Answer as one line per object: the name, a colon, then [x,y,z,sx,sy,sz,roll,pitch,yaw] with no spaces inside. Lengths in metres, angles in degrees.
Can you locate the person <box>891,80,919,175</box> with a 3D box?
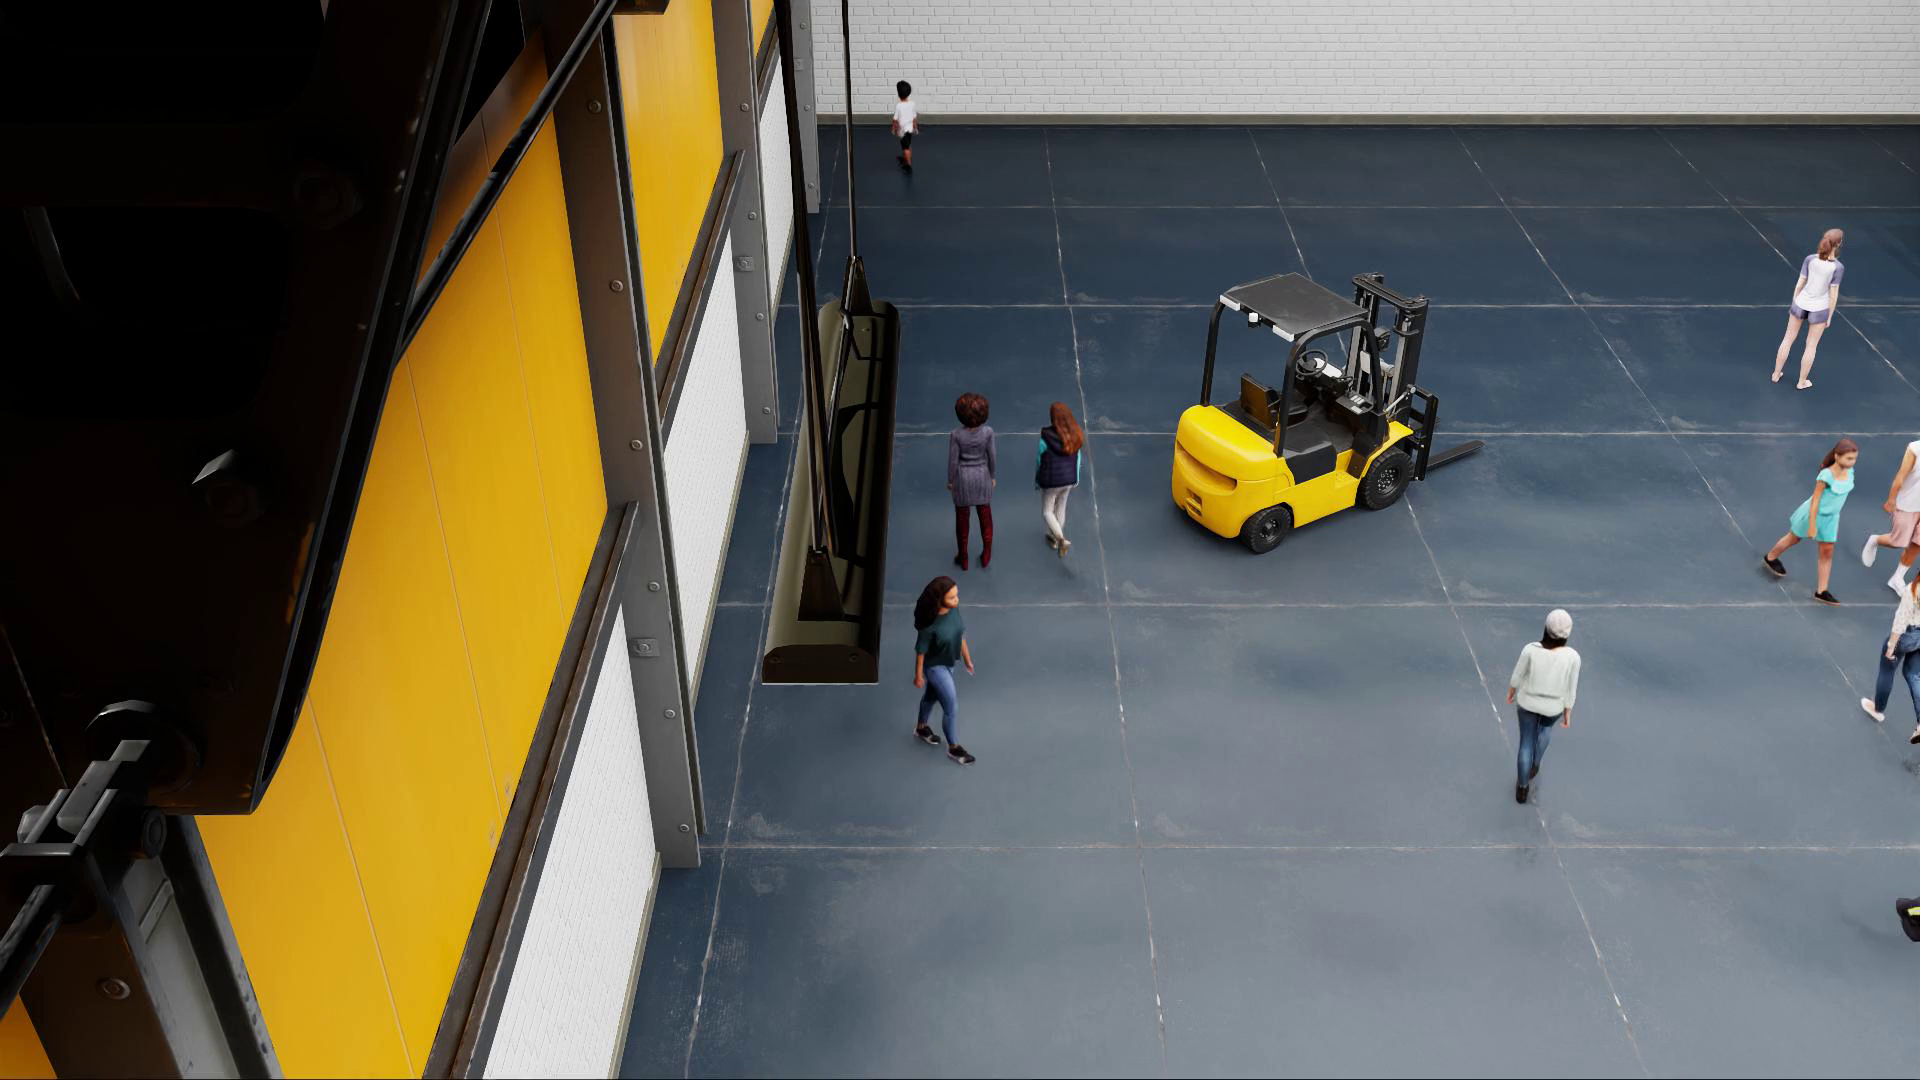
person: [-0.715,-5.620,22.727,0.713,1.244,0.819,-19,38,-27]

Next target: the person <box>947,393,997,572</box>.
person: [0.105,-0.511,14.621,0.633,1.710,0.574,-7,34,-10]

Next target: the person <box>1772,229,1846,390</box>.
person: [8.941,-2.440,17.473,0.677,1.766,0.731,27,42,34]

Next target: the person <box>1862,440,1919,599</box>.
person: [8.243,-0.368,14.352,0.630,1.770,0.848,0,34,0]

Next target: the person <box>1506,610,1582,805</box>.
person: [4.214,1.237,12.059,0.729,1.635,0.817,10,35,15]

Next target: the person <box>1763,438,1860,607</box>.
person: [7.374,-0.239,14.388,0.796,1.515,1.127,-12,35,-17]

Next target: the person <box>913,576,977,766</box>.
person: [-0.224,0.921,12.574,0.897,1.592,0.897,18,38,25]

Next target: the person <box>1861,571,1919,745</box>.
person: [7.294,0.807,12.641,0.654,1.707,0.961,-2,34,-3]

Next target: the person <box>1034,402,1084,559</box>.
person: [0.889,-0.504,14.814,0.741,1.486,0.879,-13,36,-19]
